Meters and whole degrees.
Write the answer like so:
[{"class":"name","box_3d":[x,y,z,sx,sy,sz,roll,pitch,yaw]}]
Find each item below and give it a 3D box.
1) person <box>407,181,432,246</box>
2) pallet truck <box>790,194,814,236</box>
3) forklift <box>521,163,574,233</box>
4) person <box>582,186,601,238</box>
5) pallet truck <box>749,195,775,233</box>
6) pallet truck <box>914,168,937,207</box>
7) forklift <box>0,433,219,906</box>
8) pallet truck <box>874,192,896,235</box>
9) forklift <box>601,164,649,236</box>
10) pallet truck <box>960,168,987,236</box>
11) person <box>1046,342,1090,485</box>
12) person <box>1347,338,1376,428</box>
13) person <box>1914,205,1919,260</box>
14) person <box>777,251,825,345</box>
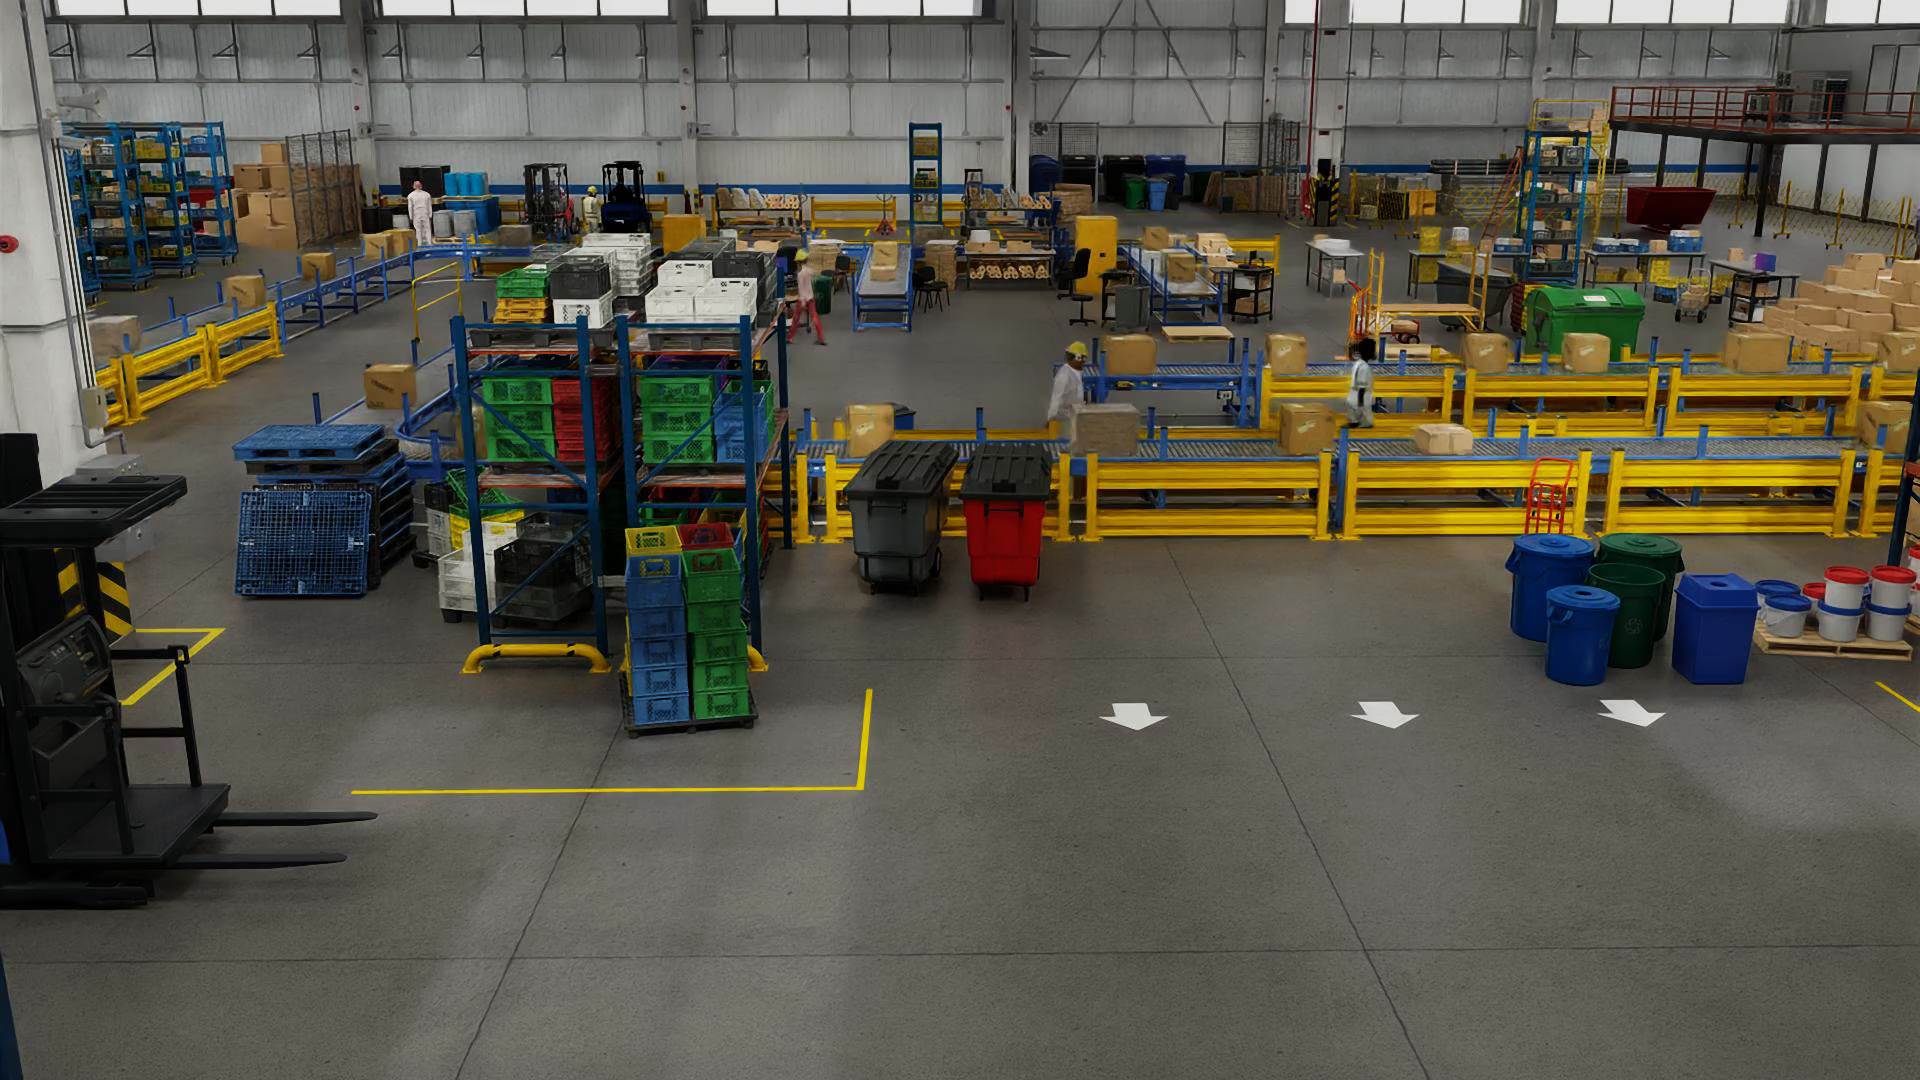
[{"class":"person","box_3d":[-14.852,-8.902,45.759,0.642,1.905,0.399,-10,19,-32]},{"class":"pallet truck","box_3d":[-4.814,-9.883,50.259,0.704,1.261,1.522,-1,16,-3]},{"class":"forklift","box_3d":[-12.233,-10.122,49.298,1.157,1.987,2.680,0,16,-1]},{"class":"person","box_3d":[-9.914,-8.652,45.017,0.586,1.832,0.403,11,19,34]},{"class":"pallet truck","box_3d":[-6.051,-9.967,50.660,0.680,1.201,1.601,0,16,-1]},{"class":"pallet truck","box_3d":[-0.989,-10.316,50.507,0.823,1.965,1.885,1,16,3]},{"class":"forklift","box_3d":[-5.952,0.780,10.366,1.873,2.768,1.129,0,16,-1]},{"class":"pallet truck","box_3d":[-2.277,-9.986,50.594,0.653,1.274,1.630,0,16,-1]},{"class":"forklift","box_3d":[-9.948,-10.127,49.296,1.157,1.987,2.680,-1,16,-3]},{"class":"pallet truck","box_3d":[0.383,-10.230,50.206,0.823,1.965,1.885,-1,16,-3]},{"class":"person","box_3d":[1.315,-1.530,20.335,0.503,1.788,0.615,5,17,18]},{"class":"person","box_3d":[5.231,-1.742,21.259,0.697,1.669,0.552,1,16,4]},{"class":"person","box_3d":[23.974,-7.649,41.172,0.605,2.034,0.397,12,20,36]},{"class":"person","box_3d":[-2.894,-4.434,30.565,0.917,1.719,0.529,7,18,23]}]
